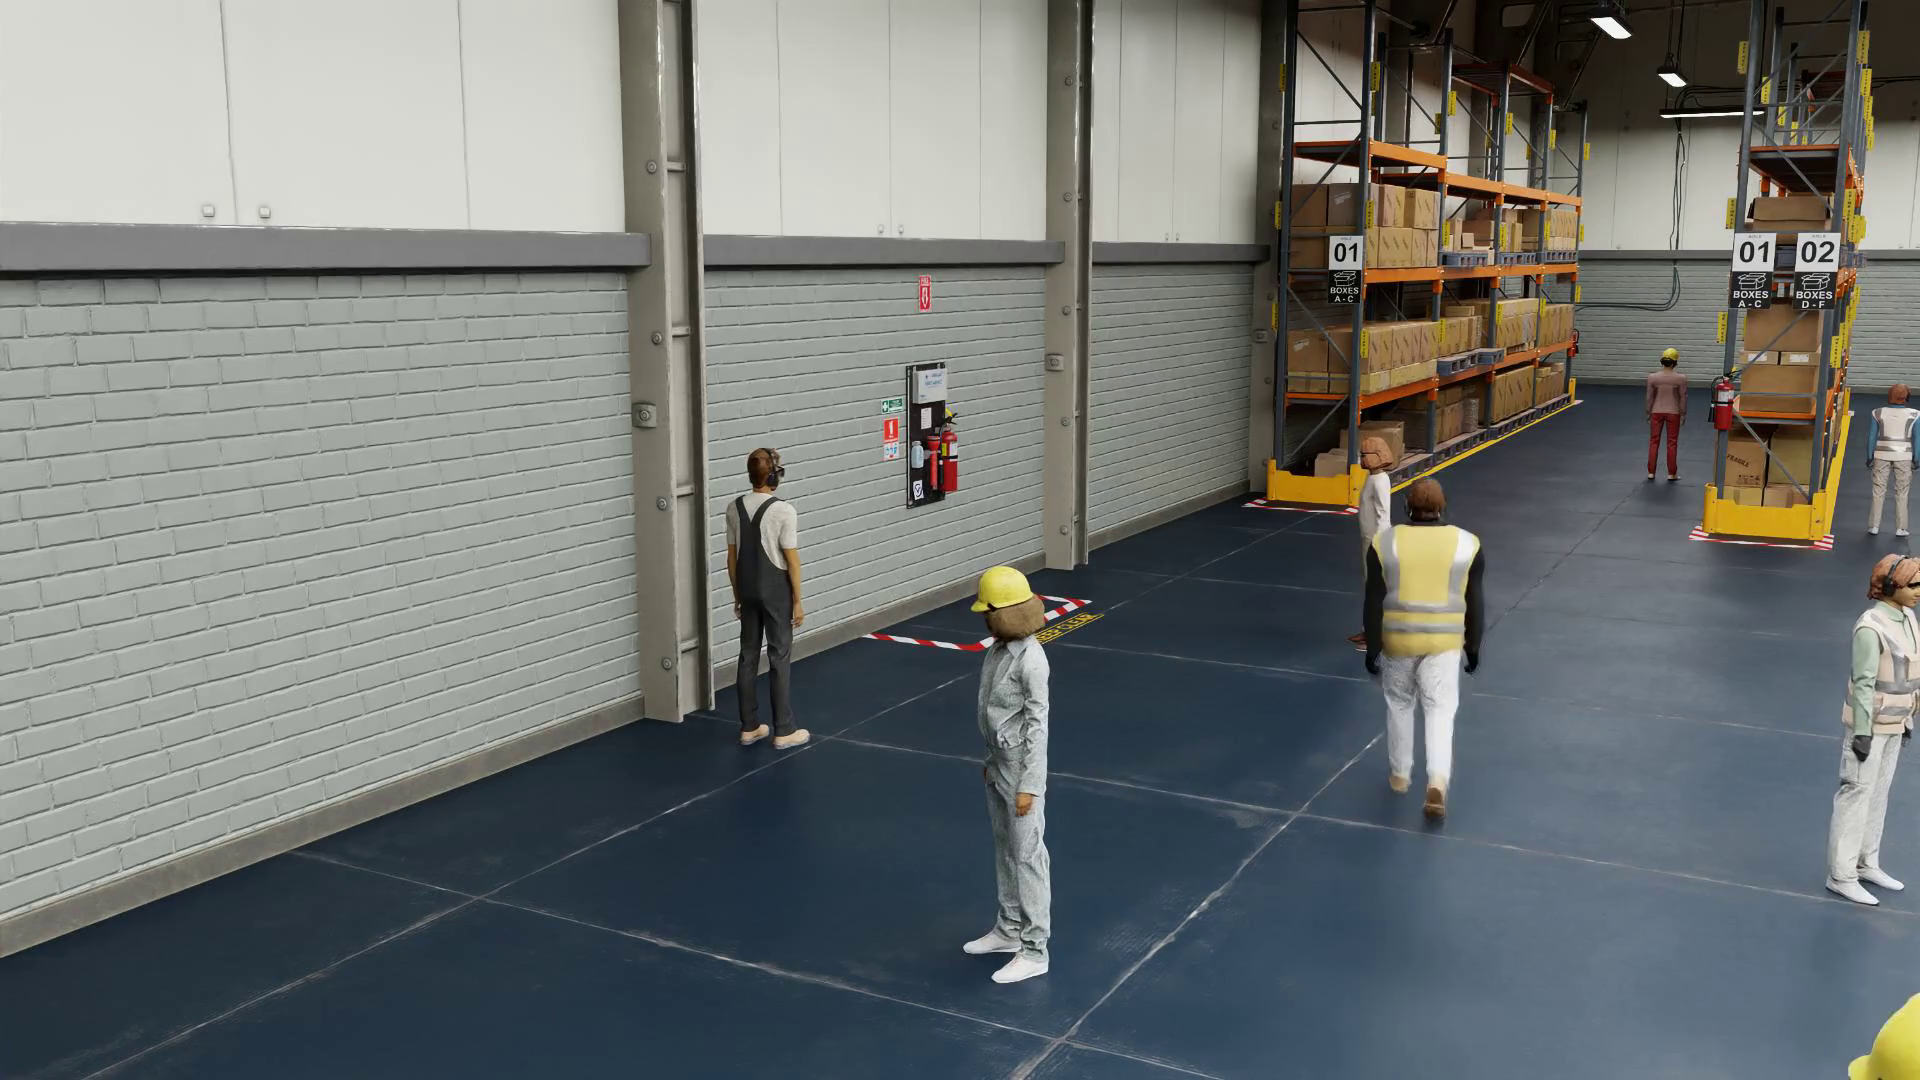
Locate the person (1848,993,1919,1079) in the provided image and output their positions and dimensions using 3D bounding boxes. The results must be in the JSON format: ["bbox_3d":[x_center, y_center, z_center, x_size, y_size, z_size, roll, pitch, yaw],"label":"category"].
[{"bbox_3d":[1.588,1.628,2.747,0.619,1.818,0.421,-3,10,-18],"label":"person"}]

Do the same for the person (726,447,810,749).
[{"bbox_3d":[-1.177,0.355,10.133,0.506,1.846,0.345,5,11,26],"label":"person"}]

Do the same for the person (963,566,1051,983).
[{"bbox_3d":[0.197,0.961,6.907,0.309,1.735,0.484,-3,10,-19],"label":"person"}]

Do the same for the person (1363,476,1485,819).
[{"bbox_3d":[2.505,0.567,9.003,0.638,1.820,0.848,2,10,13],"label":"person"}]

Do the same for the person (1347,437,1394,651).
[{"bbox_3d":[3.143,0.029,12.660,0.282,1.633,0.501,1,10,5],"label":"person"}]

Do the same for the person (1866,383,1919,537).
[{"bbox_3d":[9.981,-0.852,17.797,0.517,1.639,0.314,7,12,34],"label":"person"}]

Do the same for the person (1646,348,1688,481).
[{"bbox_3d":[9.451,-1.676,22.258,0.522,1.768,0.311,7,12,37],"label":"person"}]

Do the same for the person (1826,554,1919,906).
[{"bbox_3d":[4.275,0.870,7.742,0.513,1.634,0.311,-9,13,-41],"label":"person"}]
